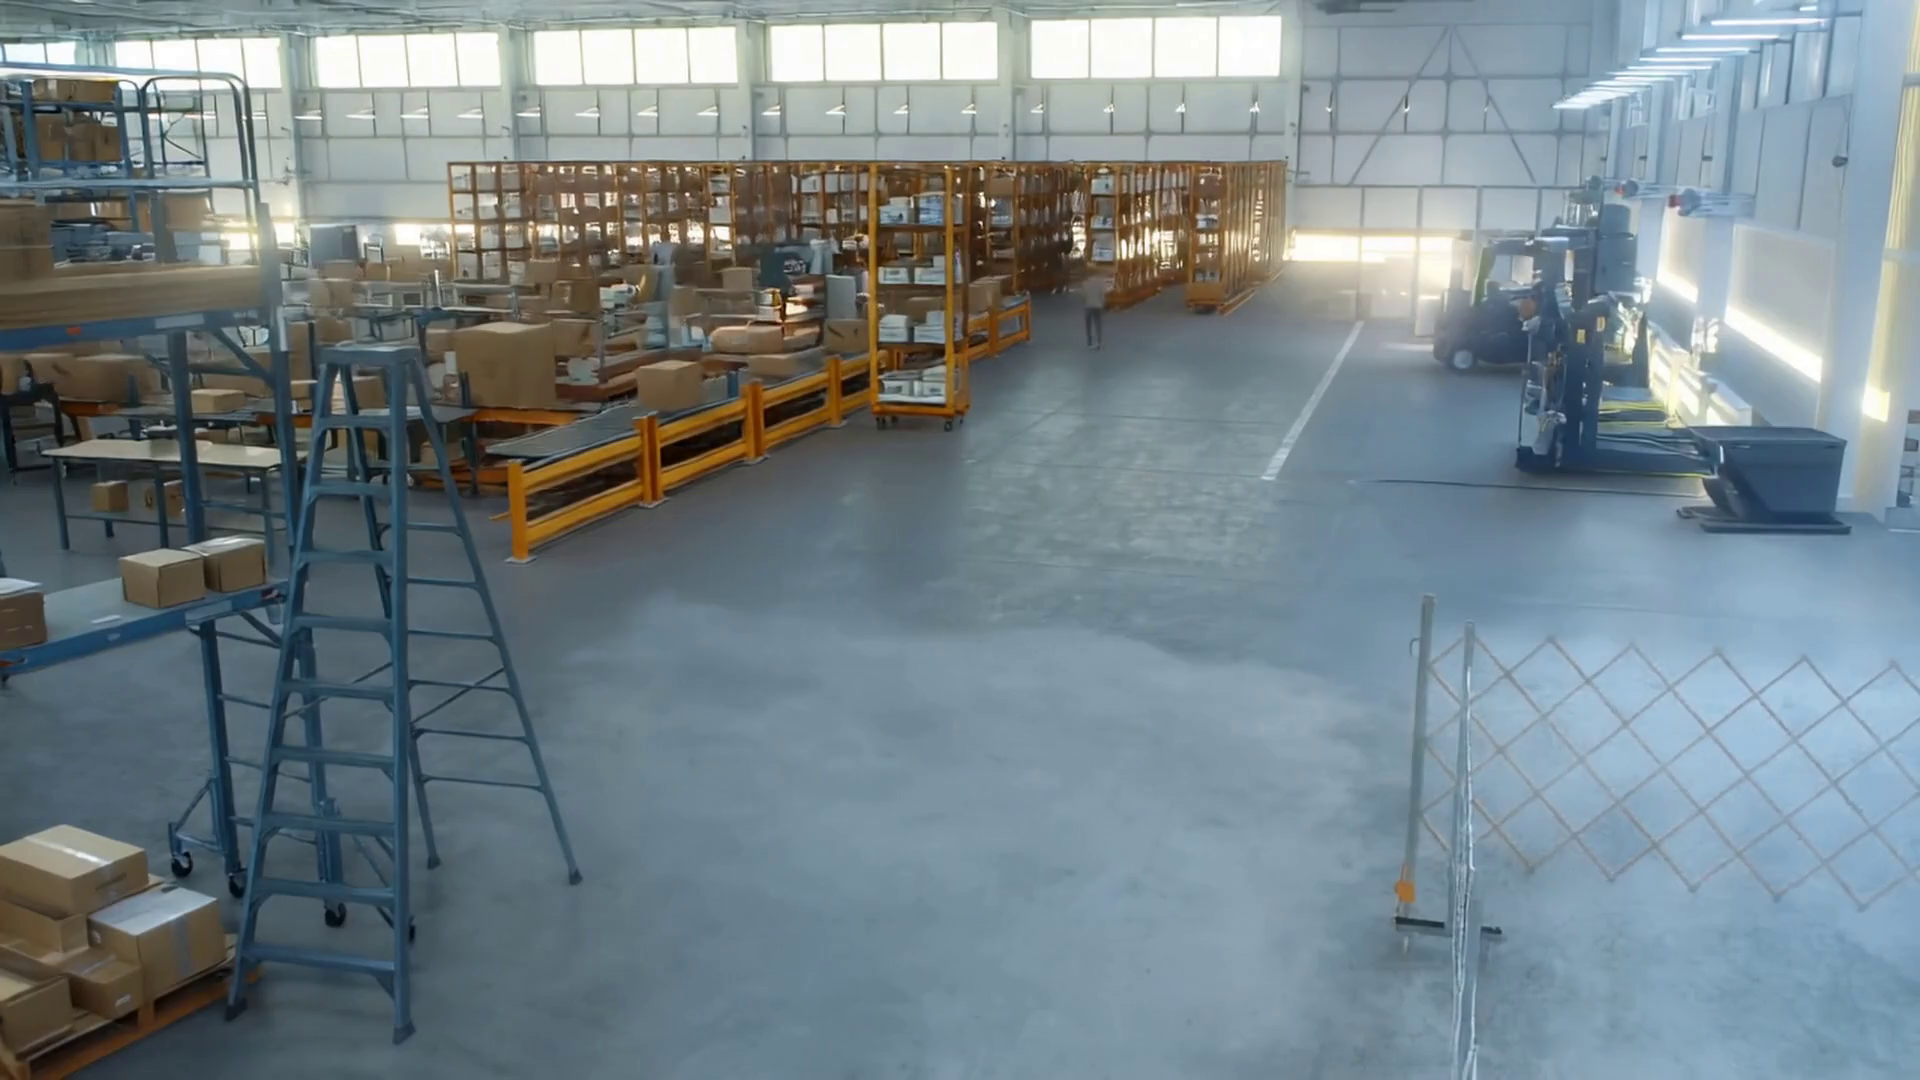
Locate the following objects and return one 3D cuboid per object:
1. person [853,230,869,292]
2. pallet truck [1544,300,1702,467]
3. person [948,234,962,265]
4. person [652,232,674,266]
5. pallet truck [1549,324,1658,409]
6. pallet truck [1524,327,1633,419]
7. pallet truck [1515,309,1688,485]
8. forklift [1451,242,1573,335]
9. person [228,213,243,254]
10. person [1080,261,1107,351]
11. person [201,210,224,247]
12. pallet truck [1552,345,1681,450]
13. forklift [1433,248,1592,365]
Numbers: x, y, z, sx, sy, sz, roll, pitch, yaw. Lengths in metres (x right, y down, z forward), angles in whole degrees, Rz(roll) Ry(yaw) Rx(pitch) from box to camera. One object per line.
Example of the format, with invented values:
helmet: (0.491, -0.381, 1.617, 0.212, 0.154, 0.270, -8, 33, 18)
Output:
person: (-2.613, -7.273, 44.002, 0.403, 1.822, 0.588, -9, 16, -34)
pallet truck: (8.263, -1.952, 20.631, 1.885, 1.965, 0.823, 5, 14, 20)
person: (-0.142, -5.866, 37.469, 0.563, 2.031, 0.631, 2, 13, 10)
person: (-7.560, -6.916, 42.415, 0.565, 1.840, 0.390, -9, 16, -35)
pallet truck: (9.824, -2.669, 25.407, 1.601, 1.201, 0.680, 4, 14, 16)
pallet truck: (9.065, -2.460, 24.370, 1.522, 1.261, 0.704, 3, 13, 14)
pallet truck: (7.554, -1.677, 19.446, 1.885, 1.965, 0.823, 3, 13, 14)
forklift: (10.464, -4.597, 31.405, 2.680, 1.987, 1.157, 4, 14, 16)
person: (-27.636, -11.641, 63.305, 0.660, 1.617, 0.527, 5, 14, 22)
person: (2.601, -4.528, 32.276, 0.547, 1.752, 0.436, -3, 13, -13)
person: (-25.366, -10.230, 56.498, 0.654, 1.939, 1.004, -3, 13, -14)
pallet truck: (8.641, -1.896, 21.908, 1.630, 1.274, 0.653, 4, 14, 16)
forklift: (9.780, -4.111, 29.280, 2.680, 1.987, 1.157, 3, 13, 14)
